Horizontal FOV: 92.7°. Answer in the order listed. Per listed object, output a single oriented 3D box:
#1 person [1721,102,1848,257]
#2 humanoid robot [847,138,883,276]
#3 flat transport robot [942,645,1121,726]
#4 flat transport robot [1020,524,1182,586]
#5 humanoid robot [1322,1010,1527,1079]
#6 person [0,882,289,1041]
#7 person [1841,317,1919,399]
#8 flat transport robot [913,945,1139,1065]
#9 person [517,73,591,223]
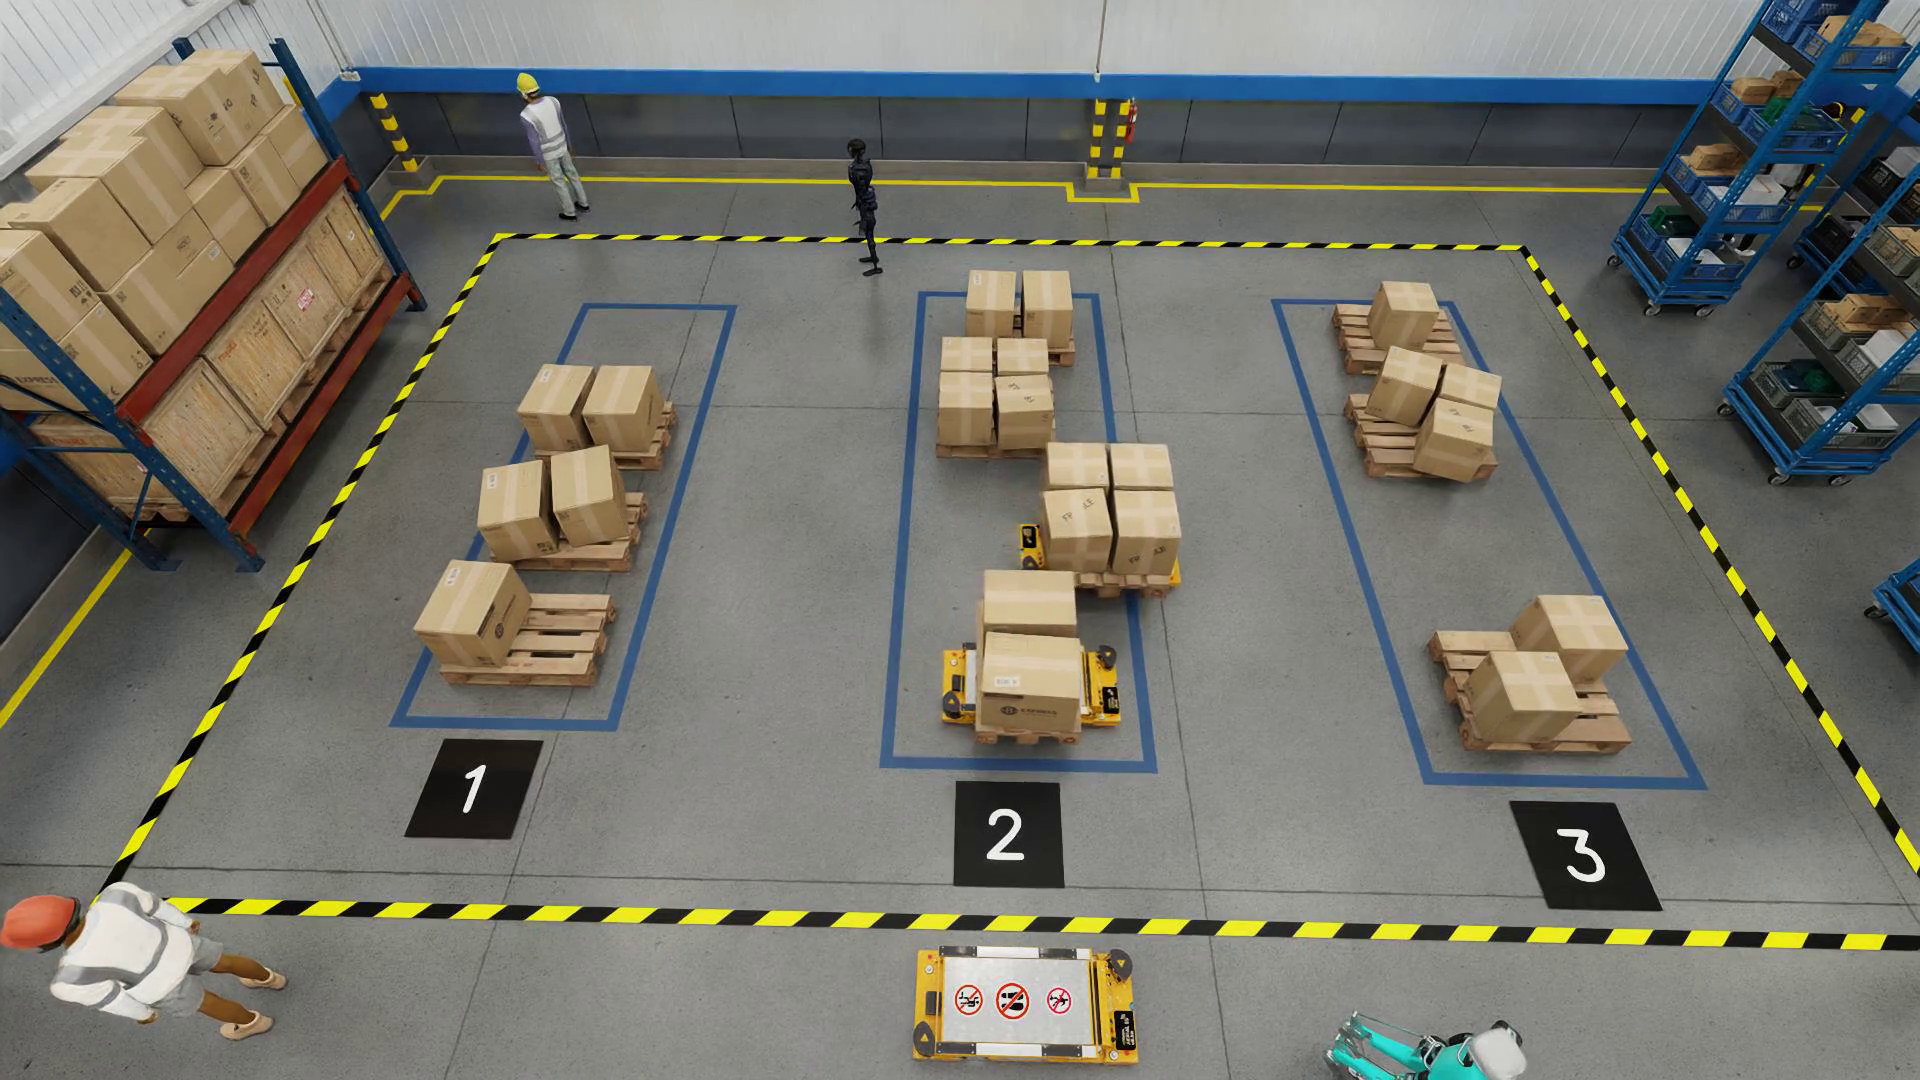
[{"bbox_3d":[9.829,-4.291,10.951,0.329,1.871,0.510,-15,52,-12],"label":"person"},{"bbox_3d":[-1.125,-3.893,10.740,0.315,1.657,0.599,-7,51,-6],"label":"humanoid robot"},{"bbox_3d":[0.579,1.174,7.511,1.431,0.197,0.652,1,51,1],"label":"flat transport robot"},{"bbox_3d":[1.276,0.100,8.387,1.431,0.197,0.652,1,51,1],"label":"flat transport robot"},{"bbox_3d":[2.439,2.858,5.122,0.533,1.677,0.735,-36,59,-26],"label":"humanoid robot"},{"bbox_3d":[-4.666,2.474,5.323,0.365,2.048,0.607,-3,51,-2],"label":"person"},{"bbox_3d":[9.650,-2.142,9.199,0.505,1.871,0.329,4,51,3],"label":"person"},{"bbox_3d":[0.422,3.041,6.007,1.431,0.231,0.659,1,51,1],"label":"flat transport robot"},{"bbox_3d":[-5.110,-4.884,11.457,0.403,1.830,0.597,22,54,17],"label":"person"}]
